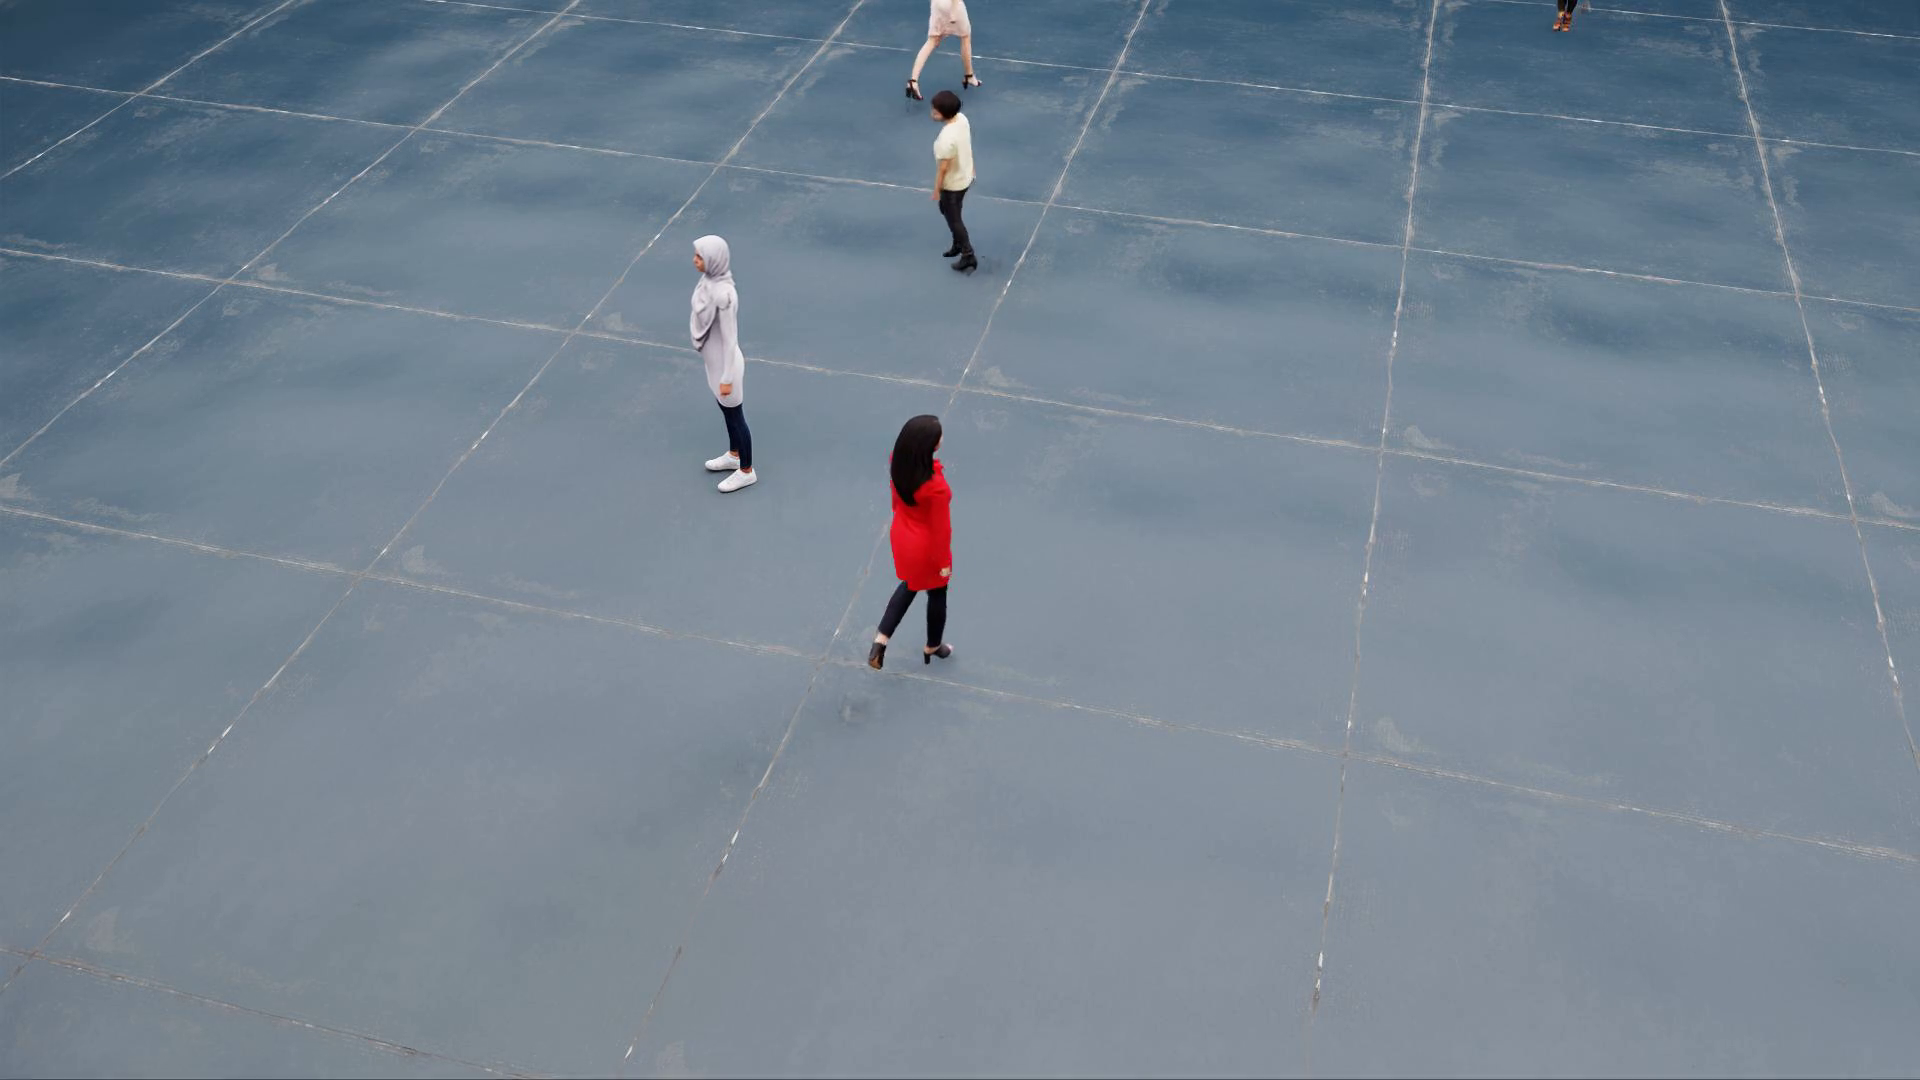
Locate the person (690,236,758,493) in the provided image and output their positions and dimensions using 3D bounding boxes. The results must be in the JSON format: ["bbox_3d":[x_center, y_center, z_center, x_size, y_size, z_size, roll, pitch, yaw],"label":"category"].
[{"bbox_3d":[-1.497,-1.119,10.546,0.761,1.775,0.665,-13,40,-16],"label":"person"}]

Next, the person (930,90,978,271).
[{"bbox_3d":[-0.006,-2.756,12.822,0.696,1.550,0.475,18,42,22],"label":"person"}]

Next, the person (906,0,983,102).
[{"bbox_3d":[-0.200,-4.899,15.368,1.193,1.786,1.040,-26,45,-29],"label":"person"}]

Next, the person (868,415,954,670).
[{"bbox_3d":[-0.276,0.077,9.050,0.843,1.735,0.960,31,48,33],"label":"person"}]
